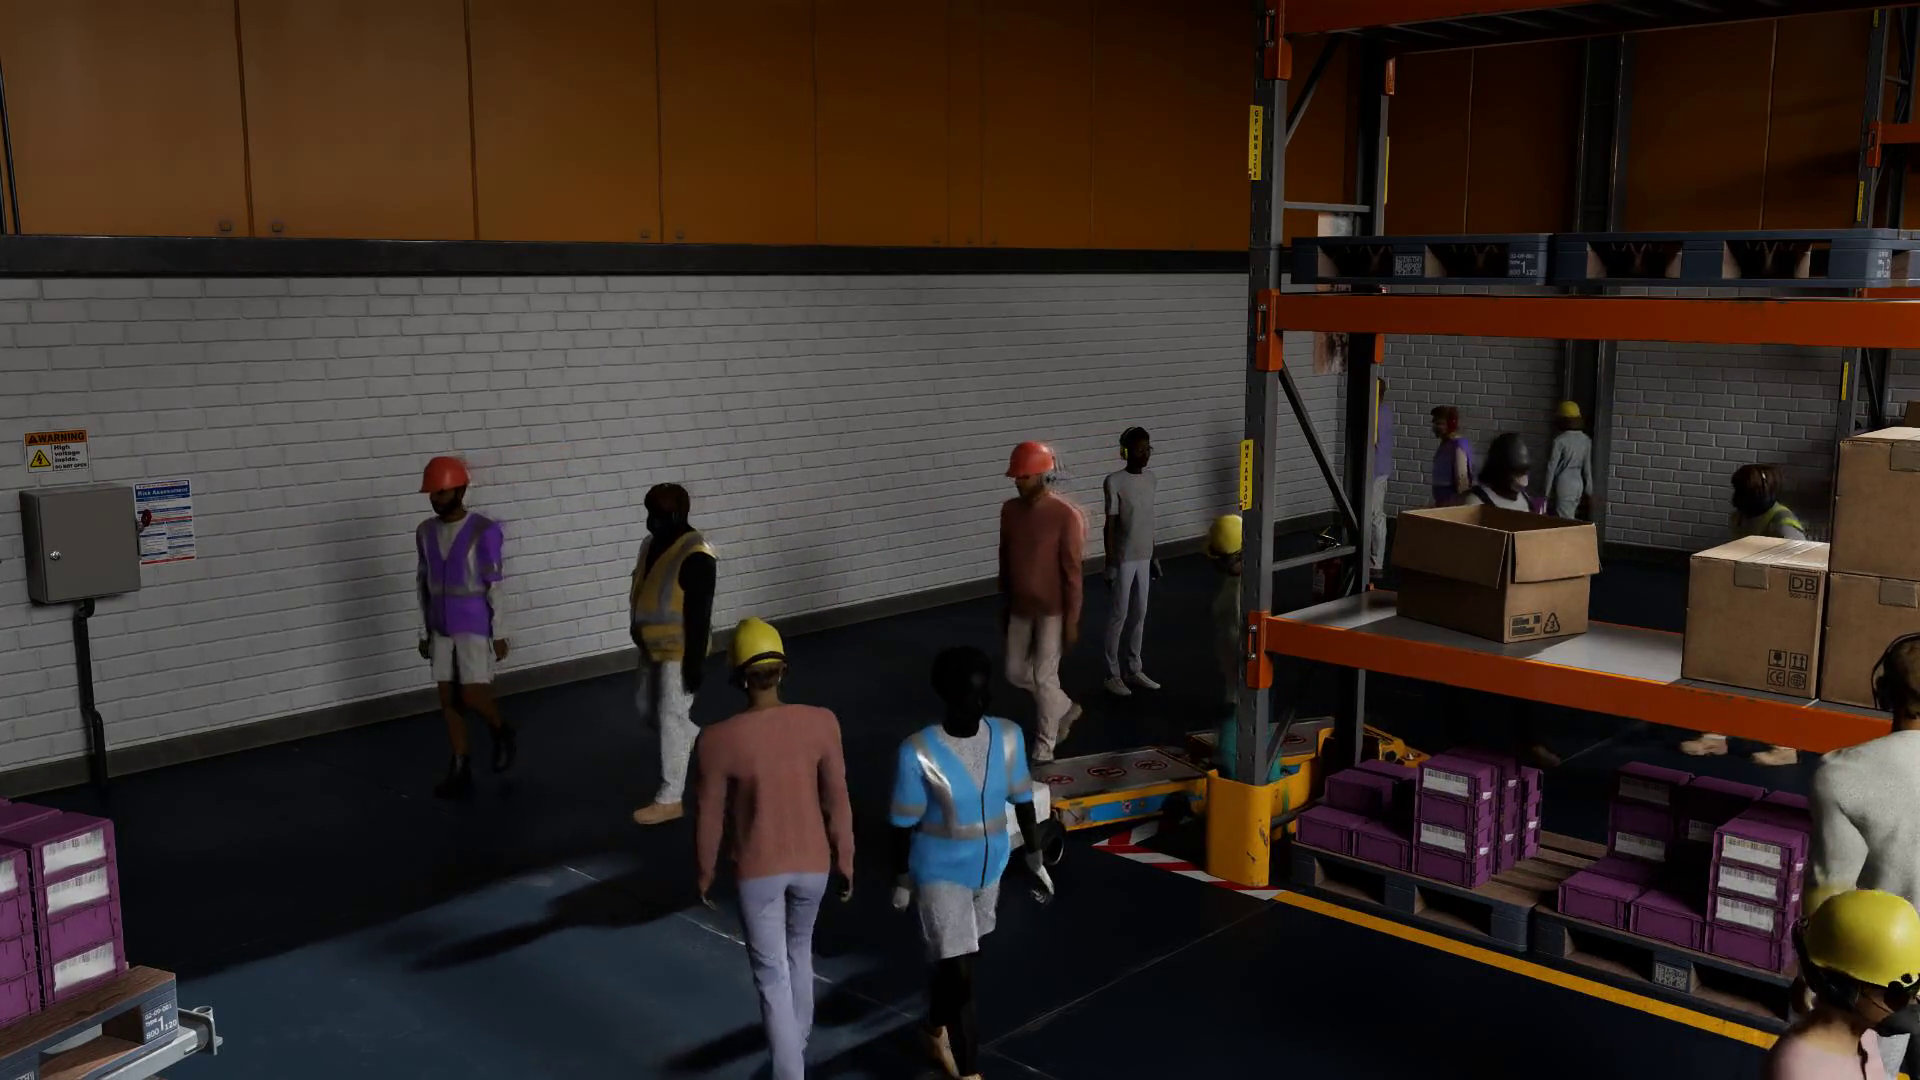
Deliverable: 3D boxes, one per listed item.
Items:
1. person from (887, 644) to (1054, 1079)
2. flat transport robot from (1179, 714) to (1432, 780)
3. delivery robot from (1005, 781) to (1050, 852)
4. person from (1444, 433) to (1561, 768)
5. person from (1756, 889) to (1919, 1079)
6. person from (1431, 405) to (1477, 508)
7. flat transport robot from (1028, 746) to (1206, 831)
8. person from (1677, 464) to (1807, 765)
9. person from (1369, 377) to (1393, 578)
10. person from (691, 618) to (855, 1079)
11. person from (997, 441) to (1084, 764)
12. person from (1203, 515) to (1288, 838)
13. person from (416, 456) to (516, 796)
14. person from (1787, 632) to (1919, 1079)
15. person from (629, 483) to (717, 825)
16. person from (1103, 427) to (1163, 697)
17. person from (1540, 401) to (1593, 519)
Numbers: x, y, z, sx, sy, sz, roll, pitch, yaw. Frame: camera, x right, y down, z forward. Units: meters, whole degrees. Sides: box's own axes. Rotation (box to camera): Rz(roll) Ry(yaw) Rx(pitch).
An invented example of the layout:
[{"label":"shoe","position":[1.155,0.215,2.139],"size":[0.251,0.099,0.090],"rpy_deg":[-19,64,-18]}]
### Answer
[{"label":"person","position":[0.065,1.190,5.780],"size":[0.544,1.661,0.814],"rpy_deg":[-7,12,-37]},{"label":"flat transport robot","position":[1.980,1.242,9.706],"size":[1.431,0.197,0.652],"rpy_deg":[-4,10,-21]},{"label":"delivery robot","position":[0.117,1.331,8.009],"size":[0.477,0.478,0.707],"rpy_deg":[8,12,39]},{"label":"person","position":[3.185,0.358,9.719],"size":[0.695,2.000,0.791],"rpy_deg":[-6,11,-31]},{"label":"person","position":[1.779,1.544,3.440],"size":[0.537,1.711,0.957],"rpy_deg":[-9,13,-43]},{"label":"person","position":[4.230,-0.235,14.039],"size":[0.610,1.817,0.590],"rpy_deg":[0,9,0]},{"label":"flat transport robot","position":[0.727,1.358,8.995],"size":[1.431,0.197,0.652],"rpy_deg":[-5,10,-26]},{"label":"person","position":[4.665,0.454,9.849],"size":[0.764,1.806,0.635],"rpy_deg":[-2,9,-10]},{"label":"person","position":[3.949,-0.604,15.928],"size":[0.355,1.938,0.637],"rpy_deg":[3,10,18]},{"label":"person","position":[-0.678,1.136,5.852],"size":[0.543,1.729,0.737],"rpy_deg":[-4,10,-24]},{"label":"person","position":[0.510,0.384,9.772],"size":[0.636,1.969,0.650],"rpy_deg":[-8,12,-41]},{"label":"person","position":[1.475,0.713,8.529],"size":[0.484,1.724,0.562],"rpy_deg":[1,9,9]},{"label":"person","position":[-2.800,0.471,9.389],"size":[0.560,1.918,0.499],"rpy_deg":[3,10,20]},{"label":"person","position":[2.686,1.221,4.748],"size":[0.629,1.937,0.376],"rpy_deg":[0,9,-1]},{"label":"person","position":[-1.511,0.591,8.920],"size":[0.583,1.827,0.646],"rpy_deg":[-7,11,-36]},{"label":"person","position":[1.209,0.142,11.567],"size":[0.539,1.869,0.313],"rpy_deg":[-8,12,-40]},{"label":"person","position":[5.737,-0.475,15.872],"size":[0.503,1.699,0.822],"rpy_deg":[-5,11,-29]}]
